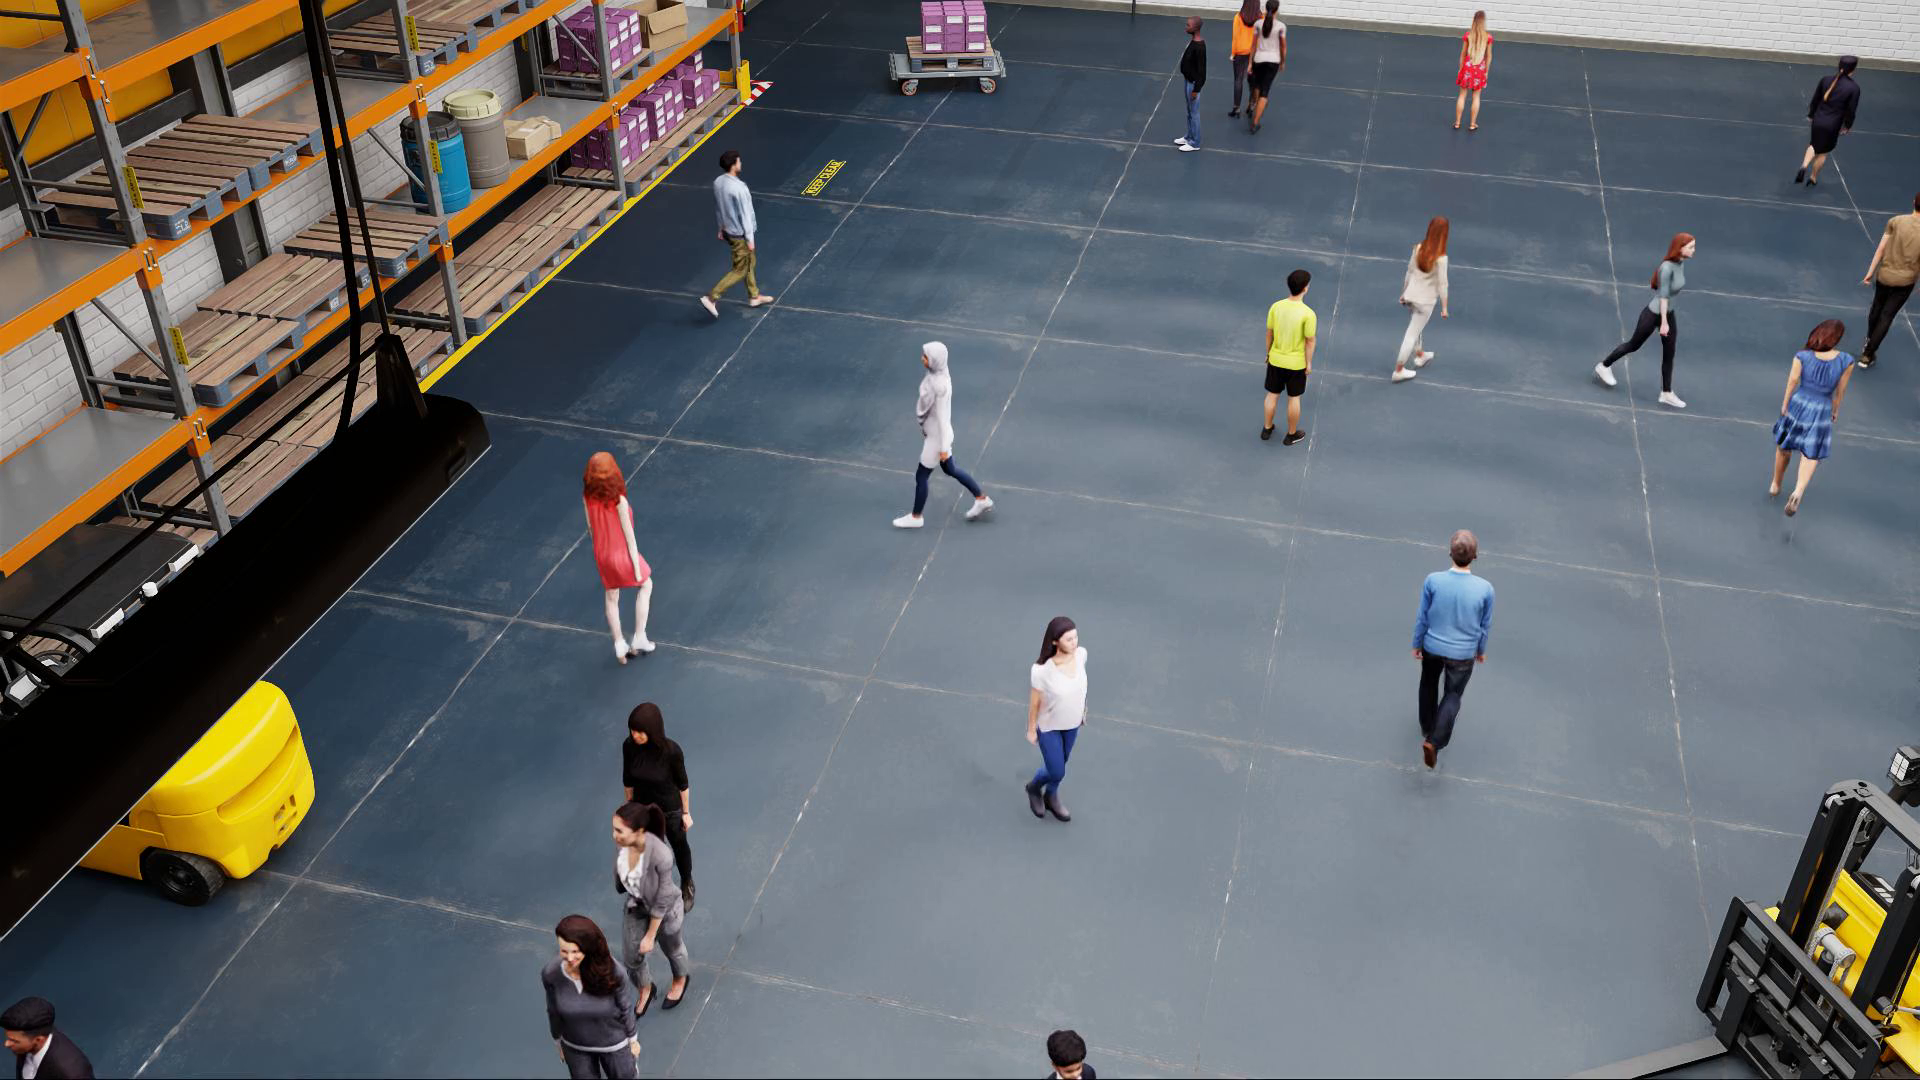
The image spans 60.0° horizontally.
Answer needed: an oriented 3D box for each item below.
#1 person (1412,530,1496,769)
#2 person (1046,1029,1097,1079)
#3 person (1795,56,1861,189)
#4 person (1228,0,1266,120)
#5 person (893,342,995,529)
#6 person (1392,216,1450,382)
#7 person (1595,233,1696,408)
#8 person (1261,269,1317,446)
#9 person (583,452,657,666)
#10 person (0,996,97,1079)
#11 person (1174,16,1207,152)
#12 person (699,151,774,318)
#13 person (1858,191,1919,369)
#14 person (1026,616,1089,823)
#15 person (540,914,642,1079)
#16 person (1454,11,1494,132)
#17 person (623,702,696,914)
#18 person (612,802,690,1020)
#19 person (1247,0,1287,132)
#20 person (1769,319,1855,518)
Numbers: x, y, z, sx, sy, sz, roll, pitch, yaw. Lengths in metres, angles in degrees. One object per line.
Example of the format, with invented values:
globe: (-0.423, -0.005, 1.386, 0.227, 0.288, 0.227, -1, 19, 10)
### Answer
person: (3.400, 0.772, 11.582, 0.784, 1.799, 1.077, 14, 36, 20)
person: (0.516, 2.994, 8.765, 0.590, 1.216, 0.632, -12, 35, -17)
person: (10.705, -5.141, 20.599, 0.909, 1.665, 0.864, -24, 41, -32)
person: (3.935, -6.680, 22.839, 0.709, 1.749, 0.729, -10, 35, -15)
person: (-0.098, -0.865, 14.096, 0.964, 1.742, 1.144, -3, 34, -4)
person: (4.468, -2.338, 16.364, 1.012, 1.684, 0.946, -19, 38, -26)
person: (6.650, -2.149, 16.069, 1.155, 1.697, 1.071, -26, 42, -34)
person: (3.036, -1.688, 15.365, 0.679, 1.707, 0.642, 20, 39, 28)
person: (-2.617, 0.195, 12.434, 0.679, 1.817, 0.627, 15, 37, 22)
person: (-4.310, 2.909, 8.310, 1.033, 1.862, 1.209, 27, 42, 34)
person: (3.066, -5.988, 21.799, 0.732, 1.747, 0.605, -4, 34, -6)
person: (-2.419, -3.198, 17.565, 1.204, 1.788, 1.136, -19, 38, -26)
person: (9.318, -2.581, 16.604, 0.981, 1.824, 1.153, 26, 42, 34)
person: (0.589, 1.185, 11.073, 0.740, 1.674, 0.812, -23, 40, -30)
person: (-1.919, 2.606, 8.858, 0.750, 1.759, 0.903, -1, 34, -1)
person: (6.927, -6.335, 22.460, 0.594, 1.593, 0.577, 13, 36, 19)
person: (-1.875, 1.648, 10.407, 0.596, 1.641, 0.519, 6, 34, 9)
person: (-1.715, 2.115, 9.690, 0.723, 1.656, 0.786, 21, 39, 29)
person: (4.098, -6.362, 22.403, 0.750, 1.701, 1.158, 14, 36, 20)
person: (7.275, -1.002, 14.262, 0.774, 1.787, 1.048, 14, 36, 20)
